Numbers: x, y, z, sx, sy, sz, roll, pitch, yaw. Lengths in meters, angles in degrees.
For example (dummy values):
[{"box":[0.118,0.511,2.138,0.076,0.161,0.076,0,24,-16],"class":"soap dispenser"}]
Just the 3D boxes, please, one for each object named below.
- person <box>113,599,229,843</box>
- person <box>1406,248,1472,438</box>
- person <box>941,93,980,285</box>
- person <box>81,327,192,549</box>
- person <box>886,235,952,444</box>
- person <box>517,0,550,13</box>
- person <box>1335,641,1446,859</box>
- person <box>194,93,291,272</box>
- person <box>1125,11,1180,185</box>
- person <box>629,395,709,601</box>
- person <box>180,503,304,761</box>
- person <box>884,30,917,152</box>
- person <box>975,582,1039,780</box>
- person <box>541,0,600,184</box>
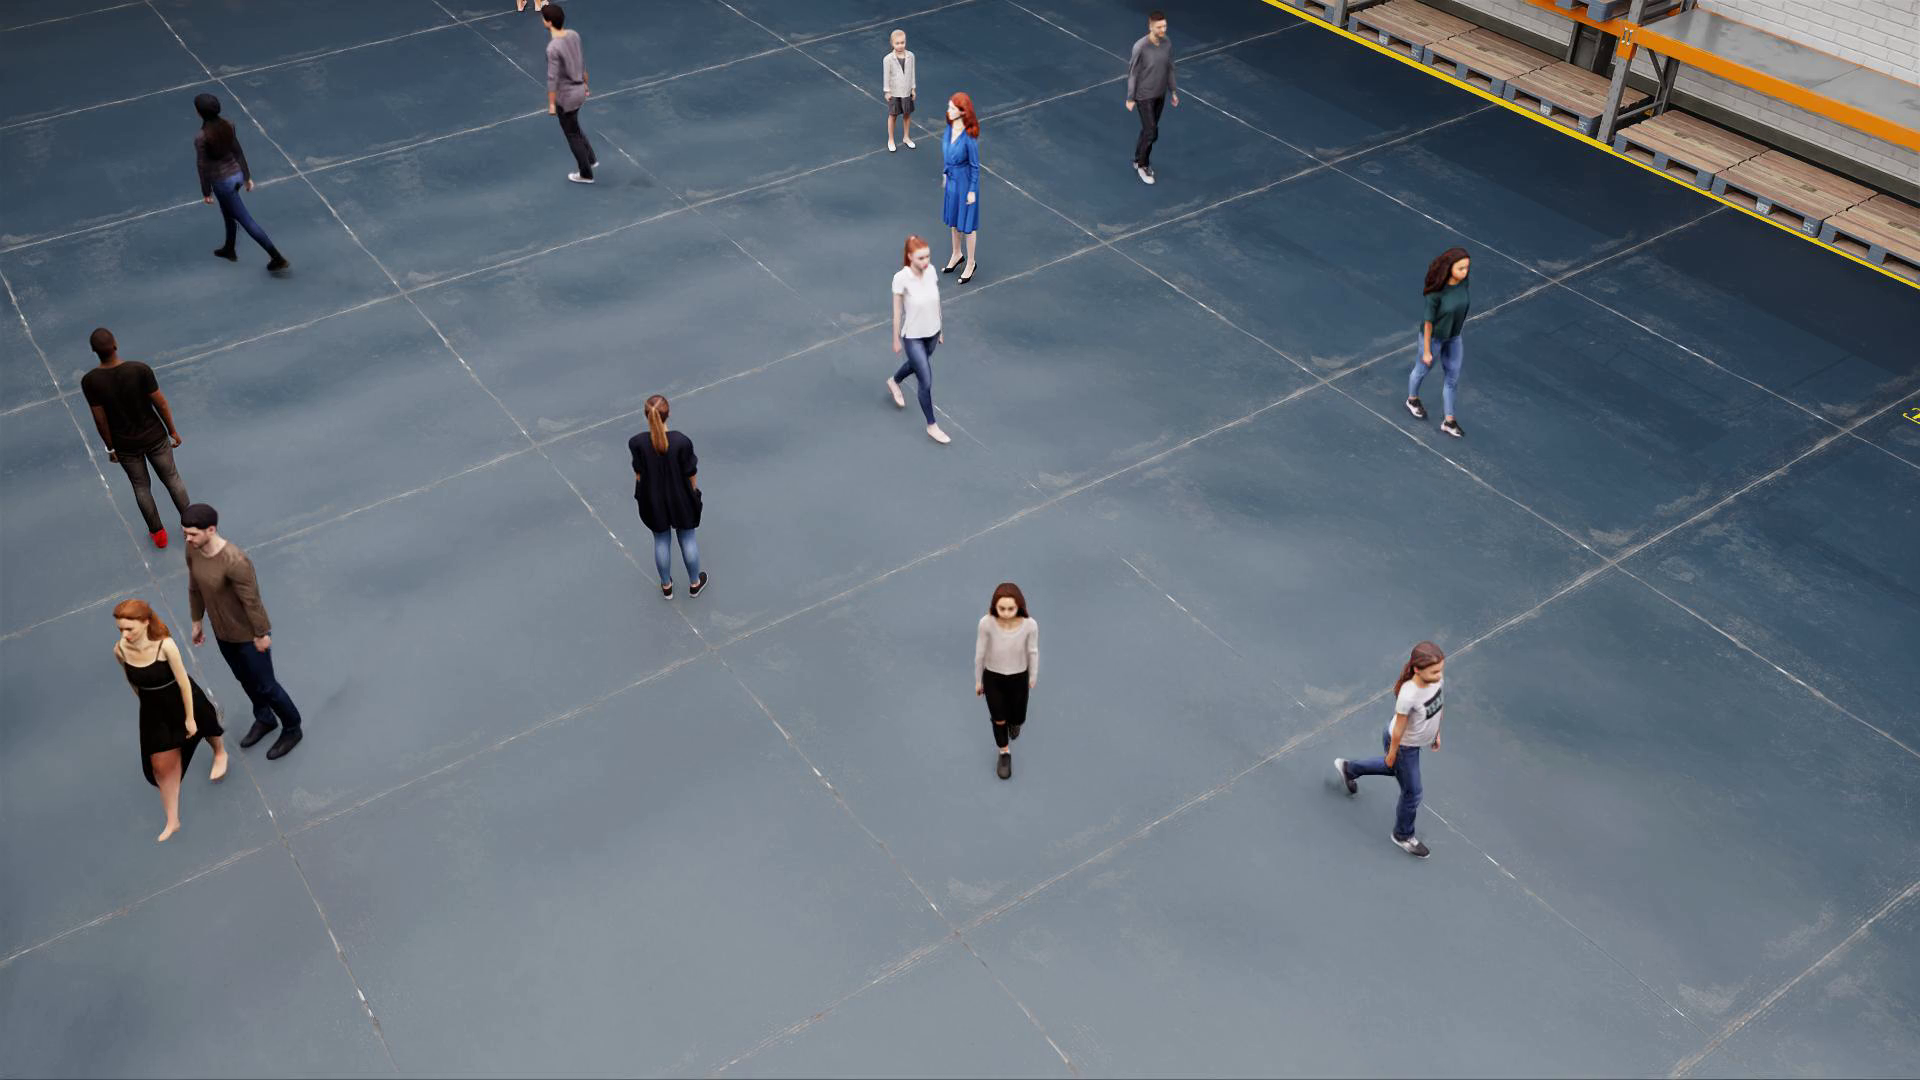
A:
[{"box":[-4.761,0.950,10.146,0.932,1.575,1.146,-3,39,-3],"class":"person"},{"box":[3.808,-1.665,13.406,0.690,1.591,0.947,-16,41,-19],"class":"person"},{"box":[0.021,-3.207,15.147,0.671,1.828,0.517,-21,43,-25],"class":"person"},{"box":[-5.968,-0.742,12.080,0.679,1.804,0.573,-17,42,-20],"class":"person"},{"box":[-0.379,-1.663,13.312,0.630,1.707,1.128,-28,46,-30],"class":"person"},{"box":[-5.434,-7.443,20.436,0.702,1.847,0.754,4,39,6],"class":"person"},{"box":[2.620,1.157,9.918,1.040,1.536,0.681,31,48,33],"class":"person"},{"box":[-6.649,-3.227,15.273,1.229,1.703,1.045,14,41,17],"class":"person"},{"box":[1.876,-4.540,16.882,0.627,1.746,0.670,-26,46,-29],"class":"person"},{"box":[-2.037,-0.292,11.614,0.722,1.684,0.742,-1,39,-1],"class":"person"},{"box":[-4.519,0.503,10.456,0.725,1.885,0.835,17,42,20],"class":"person"},{"box":[-0.631,-4.748,17.520,0.557,1.275,0.577,-14,41,-16],"class":"person"},{"box":[0.286,0.814,10.395,0.751,1.475,0.830,1,39,2],"class":"person"},{"box":[-3.846,-4.459,16.709,0.834,1.836,0.814,14,41,16],"class":"person"}]
